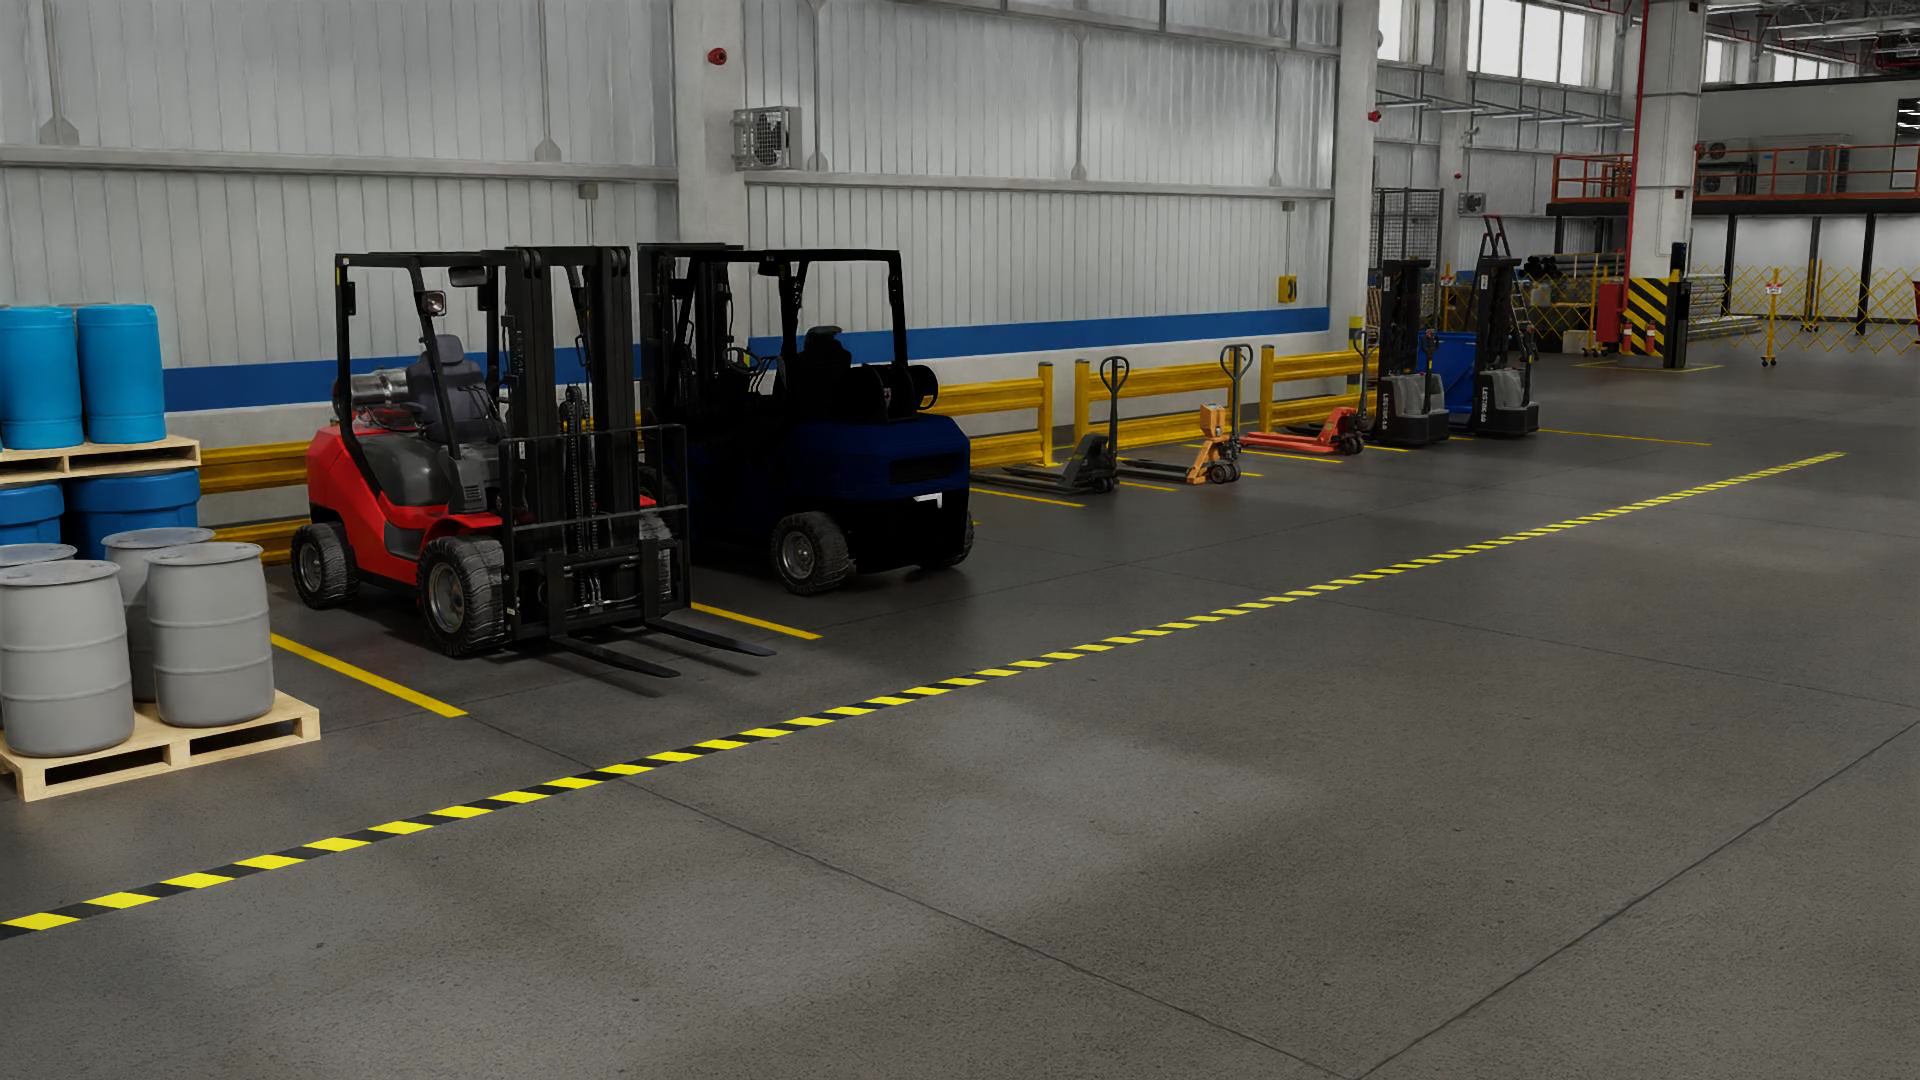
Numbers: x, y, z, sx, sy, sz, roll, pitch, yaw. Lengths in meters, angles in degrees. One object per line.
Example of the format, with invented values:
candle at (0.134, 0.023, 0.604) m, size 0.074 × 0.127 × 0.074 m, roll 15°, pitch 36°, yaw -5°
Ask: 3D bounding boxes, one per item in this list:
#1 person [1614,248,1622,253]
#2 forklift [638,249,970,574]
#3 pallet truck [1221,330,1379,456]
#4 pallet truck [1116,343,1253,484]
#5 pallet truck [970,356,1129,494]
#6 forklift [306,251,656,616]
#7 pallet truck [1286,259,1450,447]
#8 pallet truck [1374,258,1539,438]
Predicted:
person at (18.067, -7.080, 45.778) m, size 0.584 × 1.882 × 0.349 m, roll -10°, pitch 14°, yaw -43°
forklift at (-1.173, -0.958, 11.239) m, size 2.680 × 1.987 × 1.157 m, roll 10°, pitch 14°, yaw 43°
pallet truck at (3.563, -1.581, 17.381) m, size 0.653 × 1.274 × 1.630 m, roll -10°, pitch 14°, yaw -44°
pallet truck at (1.962, -1.215, 15.415) m, size 1.522 × 1.261 × 0.704 m, roll 10°, pitch 14°, yaw 43°
pallet truck at (0.784, -1.085, 14.876) m, size 0.680 × 1.201 × 1.601 m, roll -10°, pitch 14°, yaw -44°
forklift at (-2.833, -0.669, 9.694) m, size 1.157 × 1.987 × 2.680 m, roll -10°, pitch 14°, yaw -44°
pallet truck at (4.493, -2.078, 18.196) m, size 0.823 × 1.965 × 1.885 m, roll -9°, pitch 14°, yaw -40°
pallet truck at (5.704, -2.208, 18.901) m, size 1.885 × 1.965 × 0.823 m, roll 10°, pitch 14°, yaw 43°
